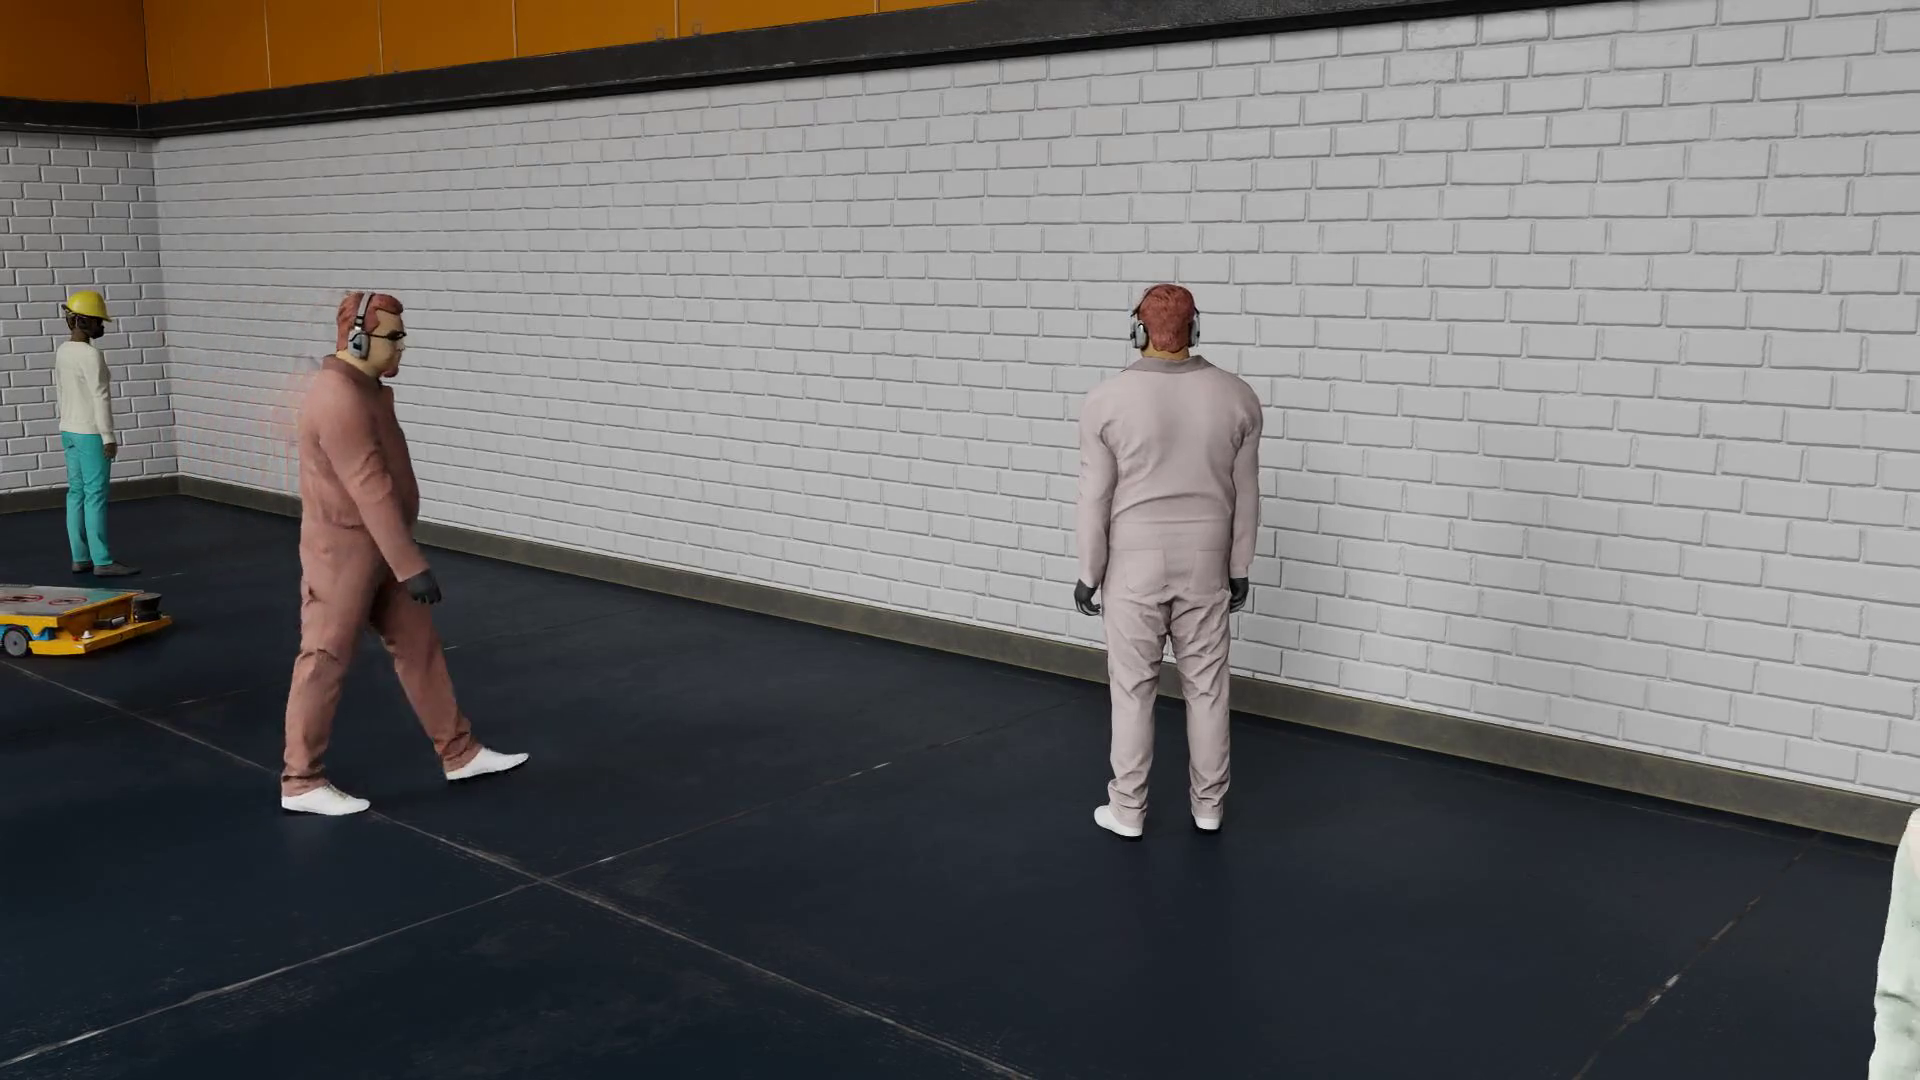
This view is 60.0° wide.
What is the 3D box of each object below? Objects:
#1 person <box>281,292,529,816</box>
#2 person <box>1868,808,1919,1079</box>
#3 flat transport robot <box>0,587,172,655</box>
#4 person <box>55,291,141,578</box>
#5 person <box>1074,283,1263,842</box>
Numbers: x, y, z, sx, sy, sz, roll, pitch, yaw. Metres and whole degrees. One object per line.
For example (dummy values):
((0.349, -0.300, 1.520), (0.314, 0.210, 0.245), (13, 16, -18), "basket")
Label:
((-2.018, 0.064, 5.919), (0.948, 1.861, 0.646), (-2, 10, -9), "person")
((1.435, 0.864, 2.057), (0.542, 1.612, 0.536), (-7, 12, -34), "person")
((-4.911, 0.396, 8.565), (1.431, 0.197, 0.652), (2, 10, 11), "flat transport robot")
((-5.361, -0.647, 10.275), (0.525, 1.759, 0.337), (8, 13, 39), "person")
((0.696, 0.084, 5.690), (0.638, 1.906, 0.408), (-2, 10, -9), "person")
